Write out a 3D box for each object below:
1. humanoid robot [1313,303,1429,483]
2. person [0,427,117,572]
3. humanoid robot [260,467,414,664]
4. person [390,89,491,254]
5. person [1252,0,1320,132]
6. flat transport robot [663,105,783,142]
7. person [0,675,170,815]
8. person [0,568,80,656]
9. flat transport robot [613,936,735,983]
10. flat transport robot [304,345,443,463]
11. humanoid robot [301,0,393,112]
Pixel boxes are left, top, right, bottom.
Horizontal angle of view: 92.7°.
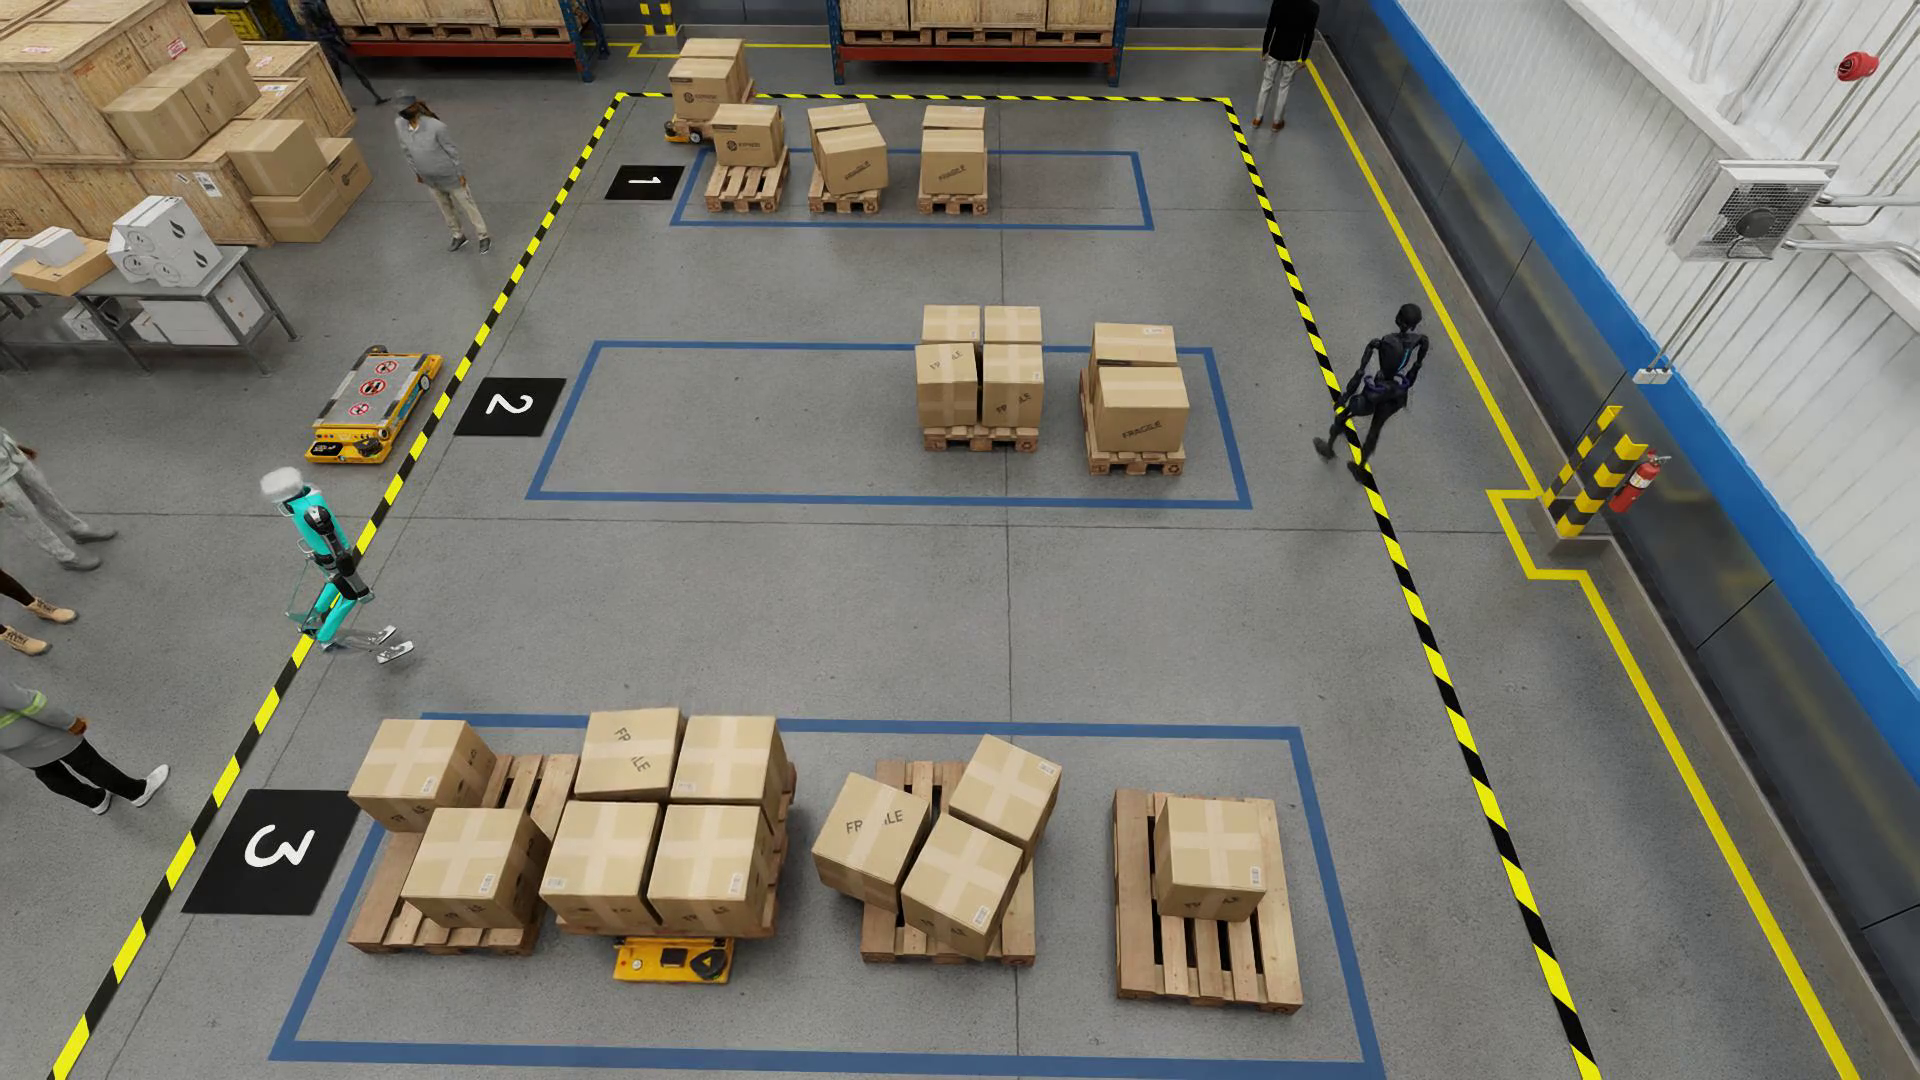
[{"bbox_3d":[3.396,-1.225,7.486,0.610,1.639,0.567,-7,50,-6],"label":"humanoid robot"},{"bbox_3d":[-7.064,-0.537,6.722,0.402,1.945,0.614,-9,50,-8],"label":"person"},{"bbox_3d":[-4.277,0.287,6.074,0.533,1.677,0.735,35,58,26],"label":"humanoid robot"},{"bbox_3d":[-5.471,-3.865,9.654,0.572,1.766,0.396,5,50,4],"label":"person"},{"bbox_3d":[4.072,-6.107,11.476,0.589,1.882,0.380,22,53,17],"label":"person"},{"bbox_3d":[-3.083,-5.441,11.953,1.431,0.197,0.652,1,50,1],"label":"flat transport robot"},{"bbox_3d":[-5.545,1.084,5.413,0.587,1.851,0.392,-7,50,-6],"label":"person"},{"bbox_3d":[-6.915,0.063,6.162,0.391,2.036,0.600,7,50,6],"label":"person"},{"bbox_3d":[-1.658,1.958,5.692,0.652,0.197,1.431,1,50,1],"label":"flat transport robot"},{"bbox_3d":[-5.383,-1.269,8.441,0.659,0.231,1.431,1,50,1],"label":"flat transport robot"},{"bbox_3d":[-8.093,-6.411,11.881,0.713,1.631,0.595,1,50,1],"label":"humanoid robot"}]
